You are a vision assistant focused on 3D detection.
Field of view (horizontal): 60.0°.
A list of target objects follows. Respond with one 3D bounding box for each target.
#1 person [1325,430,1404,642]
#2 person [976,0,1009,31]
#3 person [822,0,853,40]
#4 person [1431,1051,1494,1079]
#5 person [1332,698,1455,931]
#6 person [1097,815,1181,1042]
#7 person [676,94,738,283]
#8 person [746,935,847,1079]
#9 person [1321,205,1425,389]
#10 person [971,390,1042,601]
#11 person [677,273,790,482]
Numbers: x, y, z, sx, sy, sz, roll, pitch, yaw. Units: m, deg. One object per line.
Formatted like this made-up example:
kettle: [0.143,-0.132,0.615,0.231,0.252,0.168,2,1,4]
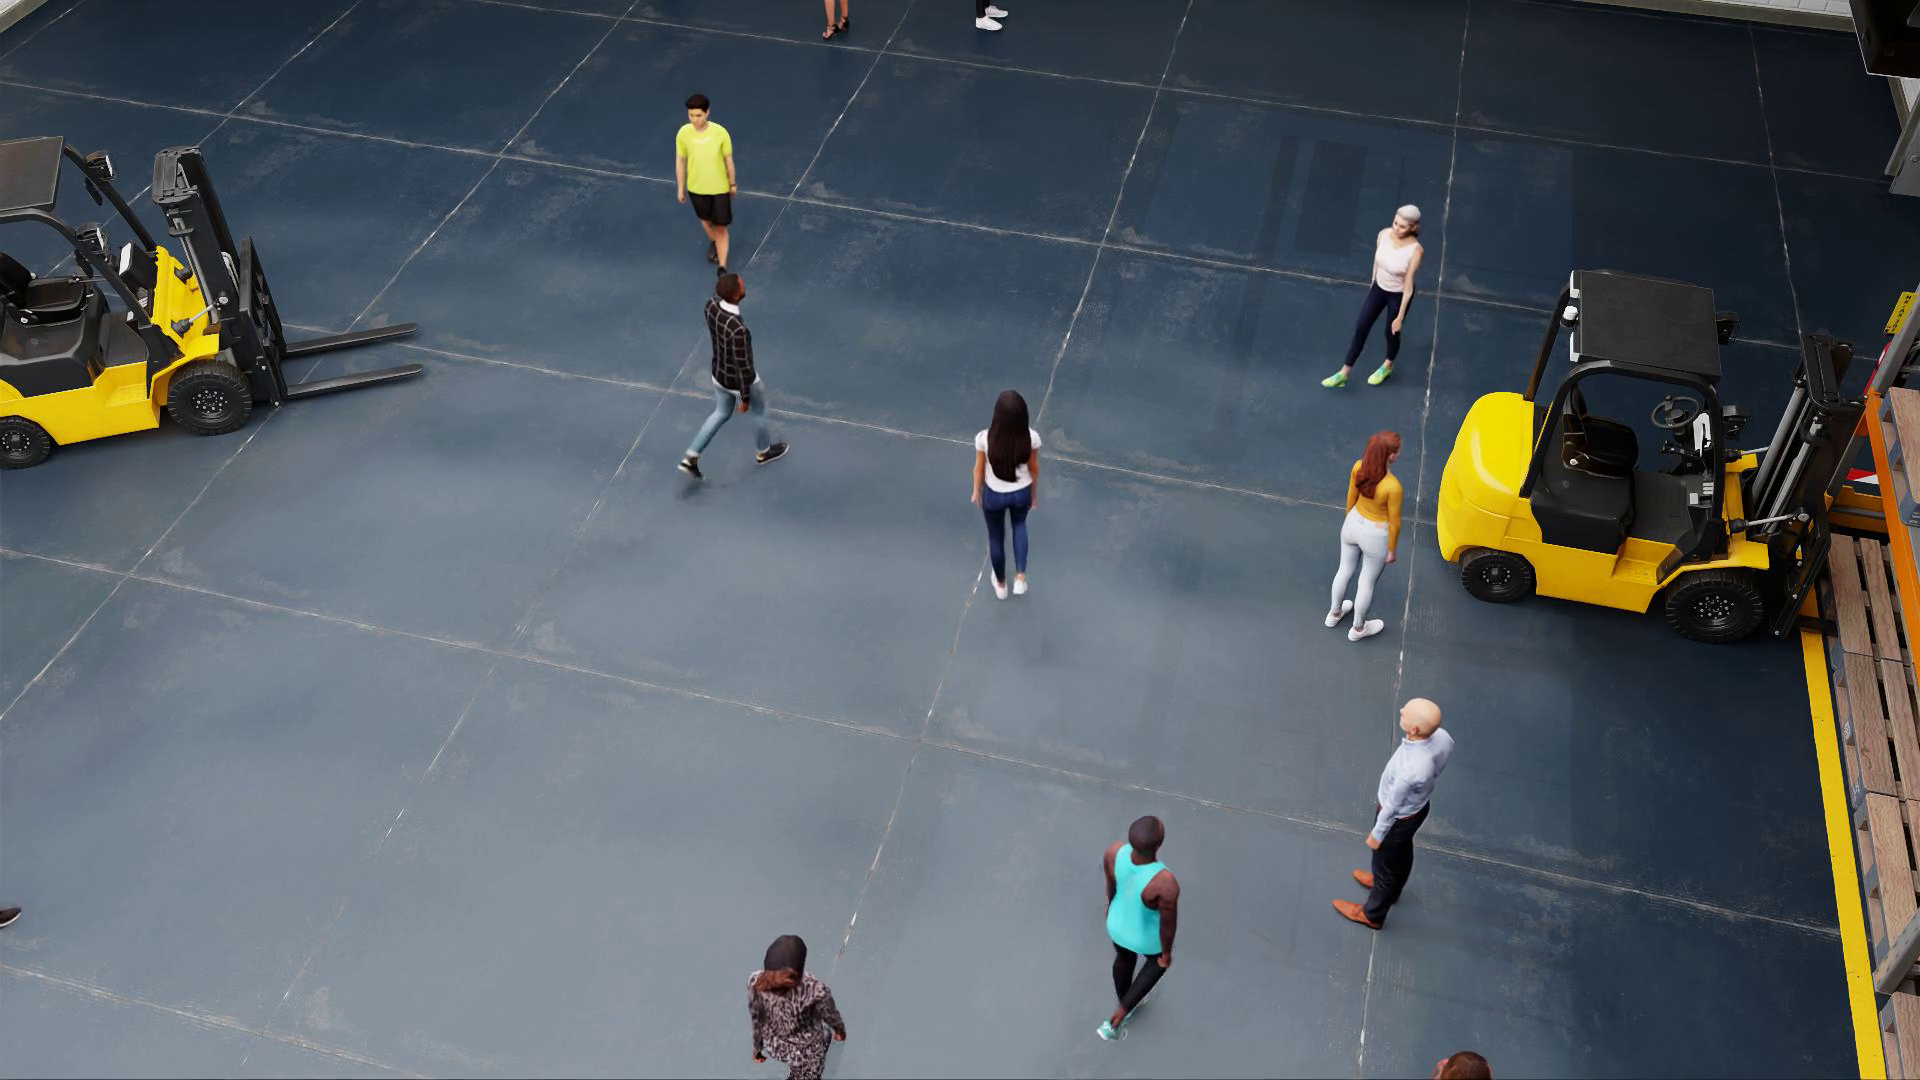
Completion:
person: [2.704,-0.030,11.049,0.732,1.752,0.690,-30,51,-27]
person: [0.303,-6.399,17.609,0.747,1.925,0.535,8,44,9]
person: [-1.352,-6.145,17.425,0.749,1.811,0.598,28,50,26]
person: [2.273,2.932,7.976,0.733,1.702,0.584,-1,44,-1]
person: [2.480,1.546,9.367,0.772,1.790,0.636,27,50,26]
person: [0.882,2.103,8.775,0.789,1.800,0.874,30,51,28]
person: [-2.164,-3.105,14.336,0.748,1.672,1.051,2,44,2]
person: [-0.851,2.615,8.338,0.576,1.661,1.131,11,45,11]
person: [3.447,-1.931,13.092,1.039,1.687,0.945,-26,49,-25]
person: [0.332,-0.227,11.249,0.724,1.762,0.772,-7,44,-7]
person: [-1.742,-1.156,12.201,1.258,1.793,1.092,-31,52,-28]
